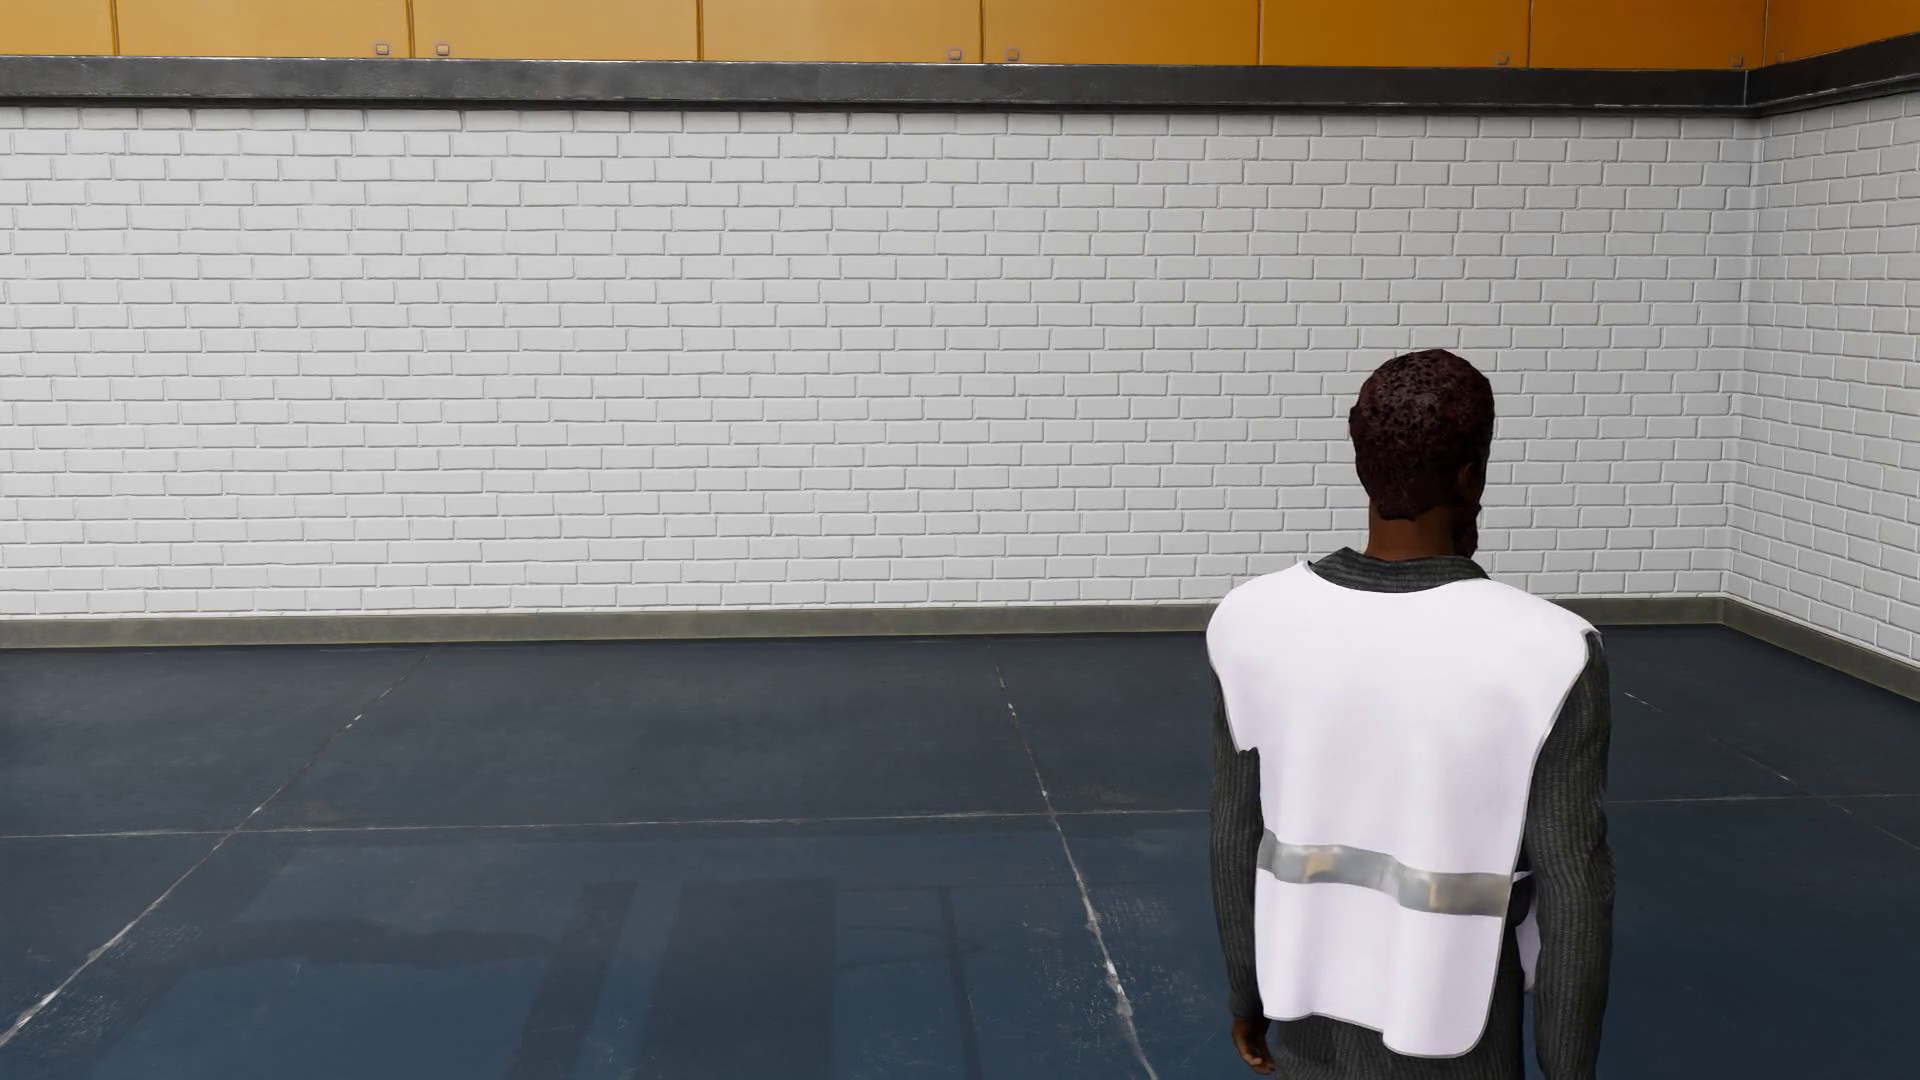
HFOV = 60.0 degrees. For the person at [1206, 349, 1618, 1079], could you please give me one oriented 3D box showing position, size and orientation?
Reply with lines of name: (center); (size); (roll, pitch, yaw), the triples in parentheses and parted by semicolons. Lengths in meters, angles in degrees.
person: (0.632, 0.687, 2.425); (0.593, 1.920, 0.392); (7, 11, 35)
